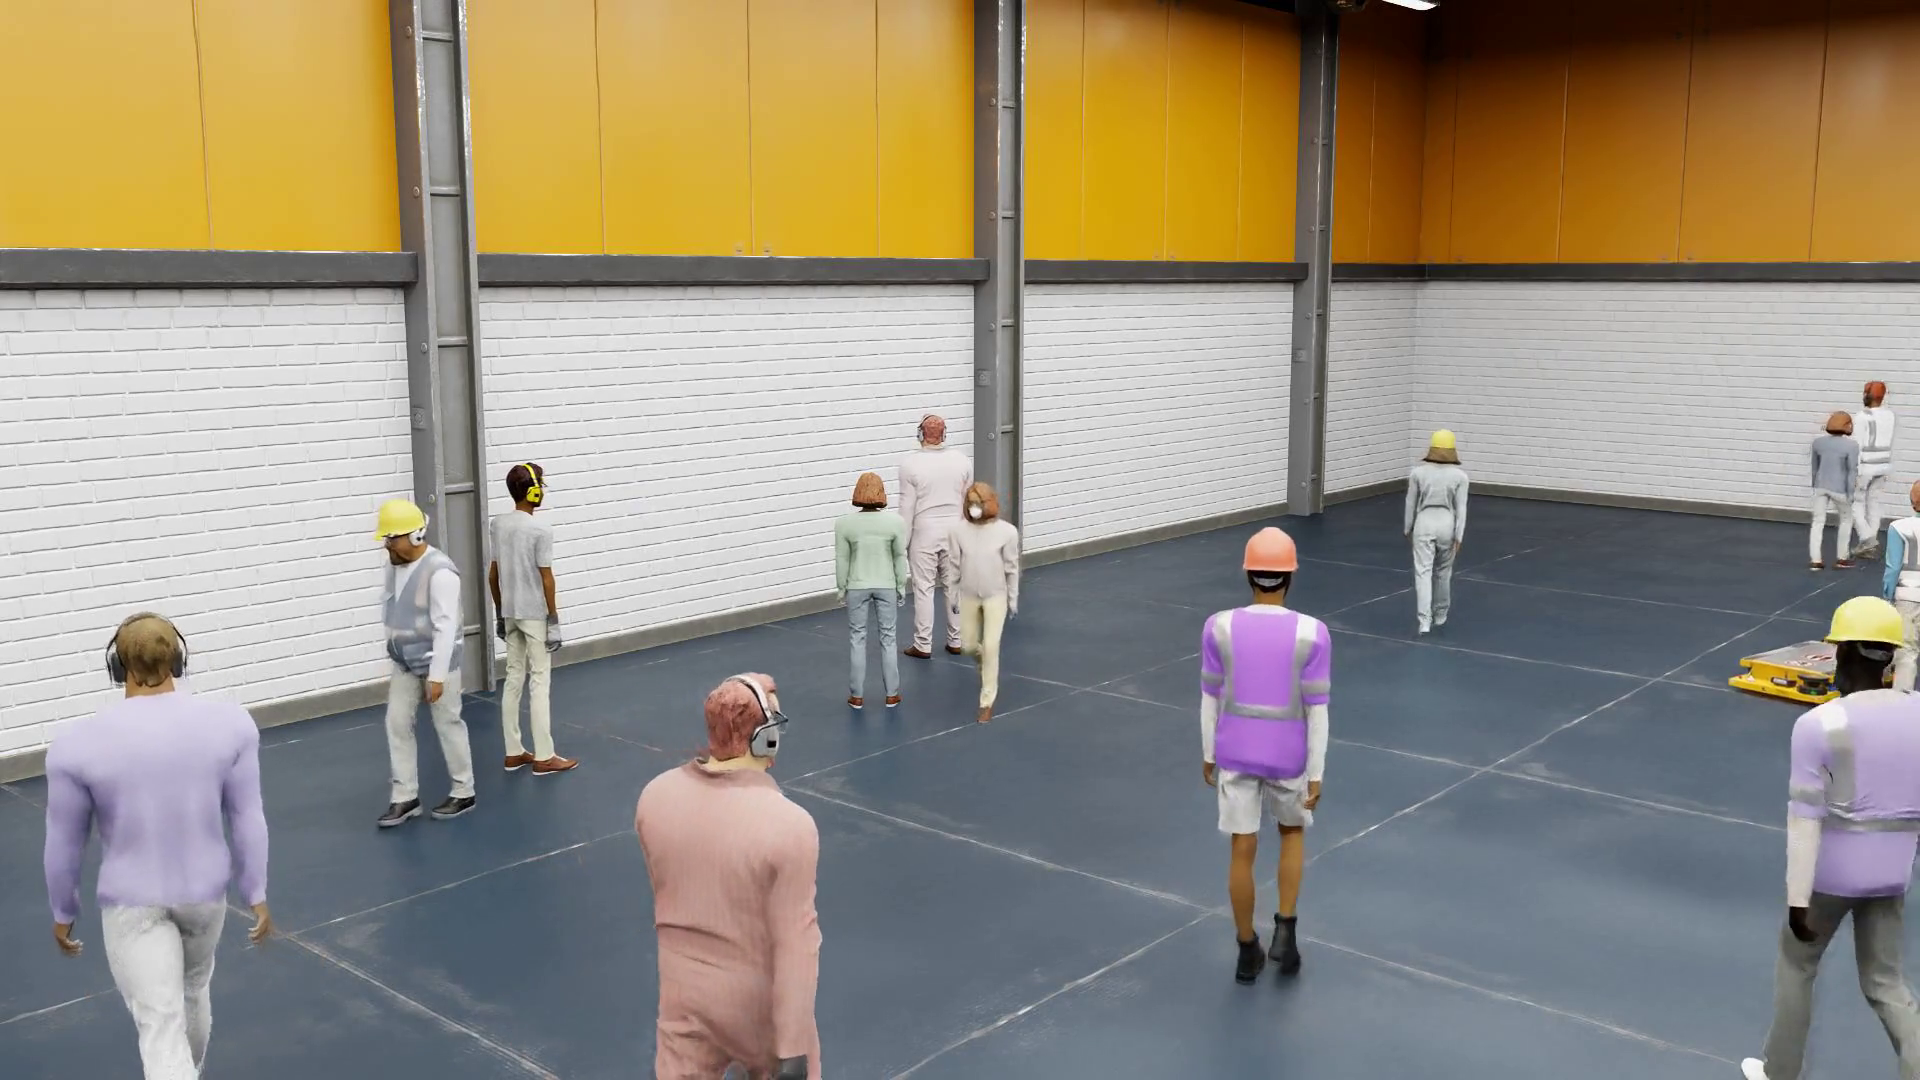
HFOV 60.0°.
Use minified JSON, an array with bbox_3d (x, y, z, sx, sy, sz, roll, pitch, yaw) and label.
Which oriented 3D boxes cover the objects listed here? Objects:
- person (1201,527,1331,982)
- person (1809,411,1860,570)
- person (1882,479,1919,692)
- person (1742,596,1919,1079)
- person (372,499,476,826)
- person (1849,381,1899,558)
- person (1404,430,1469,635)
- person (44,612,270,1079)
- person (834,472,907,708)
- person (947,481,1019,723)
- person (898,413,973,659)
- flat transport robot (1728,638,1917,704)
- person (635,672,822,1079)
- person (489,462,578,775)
[{"bbox_3d":[1.280,0.906,7.034,0.543,1.920,0.437,2,9,15],"label":"person"},{"bbox_3d":[8.870,-0.500,16.825,0.675,1.605,0.517,-6,11,-34],"label":"person"},{"bbox_3d":[6.395,0.406,11.072,0.514,1.636,0.315,0,9,2],"label":"person"},{"bbox_3d":[3.106,1.142,5.687,0.581,1.890,0.834,-1,9,-7],"label":"person"},{"bbox_3d":[-2.917,0.659,9.020,0.610,1.797,0.510,6,11,34],"label":"person"},{"bbox_3d":[9.547,-0.733,17.497,0.611,1.867,0.411,-3,10,-21],"label":"person"},{"bbox_3d":[3.965,-0.071,13.865,0.496,1.700,0.890,2,9,15],"label":"person"},{"bbox_3d":[-2.642,1.171,5.502,0.648,1.889,1.014,-7,11,-36],"label":"person"},{"bbox_3d":[-0.610,0.349,11.443,0.499,1.633,0.285,-1,9,-5],"label":"person"},{"bbox_3d":[0.172,0.387,11.280,0.502,1.611,0.629,3,9,16],"label":"person"},{"bbox_3d":[-0.213,-0.029,12.962,0.636,1.909,0.405,-5,10,-27],"label":"person"},{"bbox_3d":[6.257,0.933,12.037,1.431,0.197,0.652,-7,11,-36],"label":"flat transport robot"},{"bbox_3d":[-0.620,1.294,4.821,0.656,1.854,0.985,5,10,29],"label":"person"},{"bbox_3d":[-2.586,0.468,9.956,0.513,1.872,0.331,5,11,31],"label":"person"}]
